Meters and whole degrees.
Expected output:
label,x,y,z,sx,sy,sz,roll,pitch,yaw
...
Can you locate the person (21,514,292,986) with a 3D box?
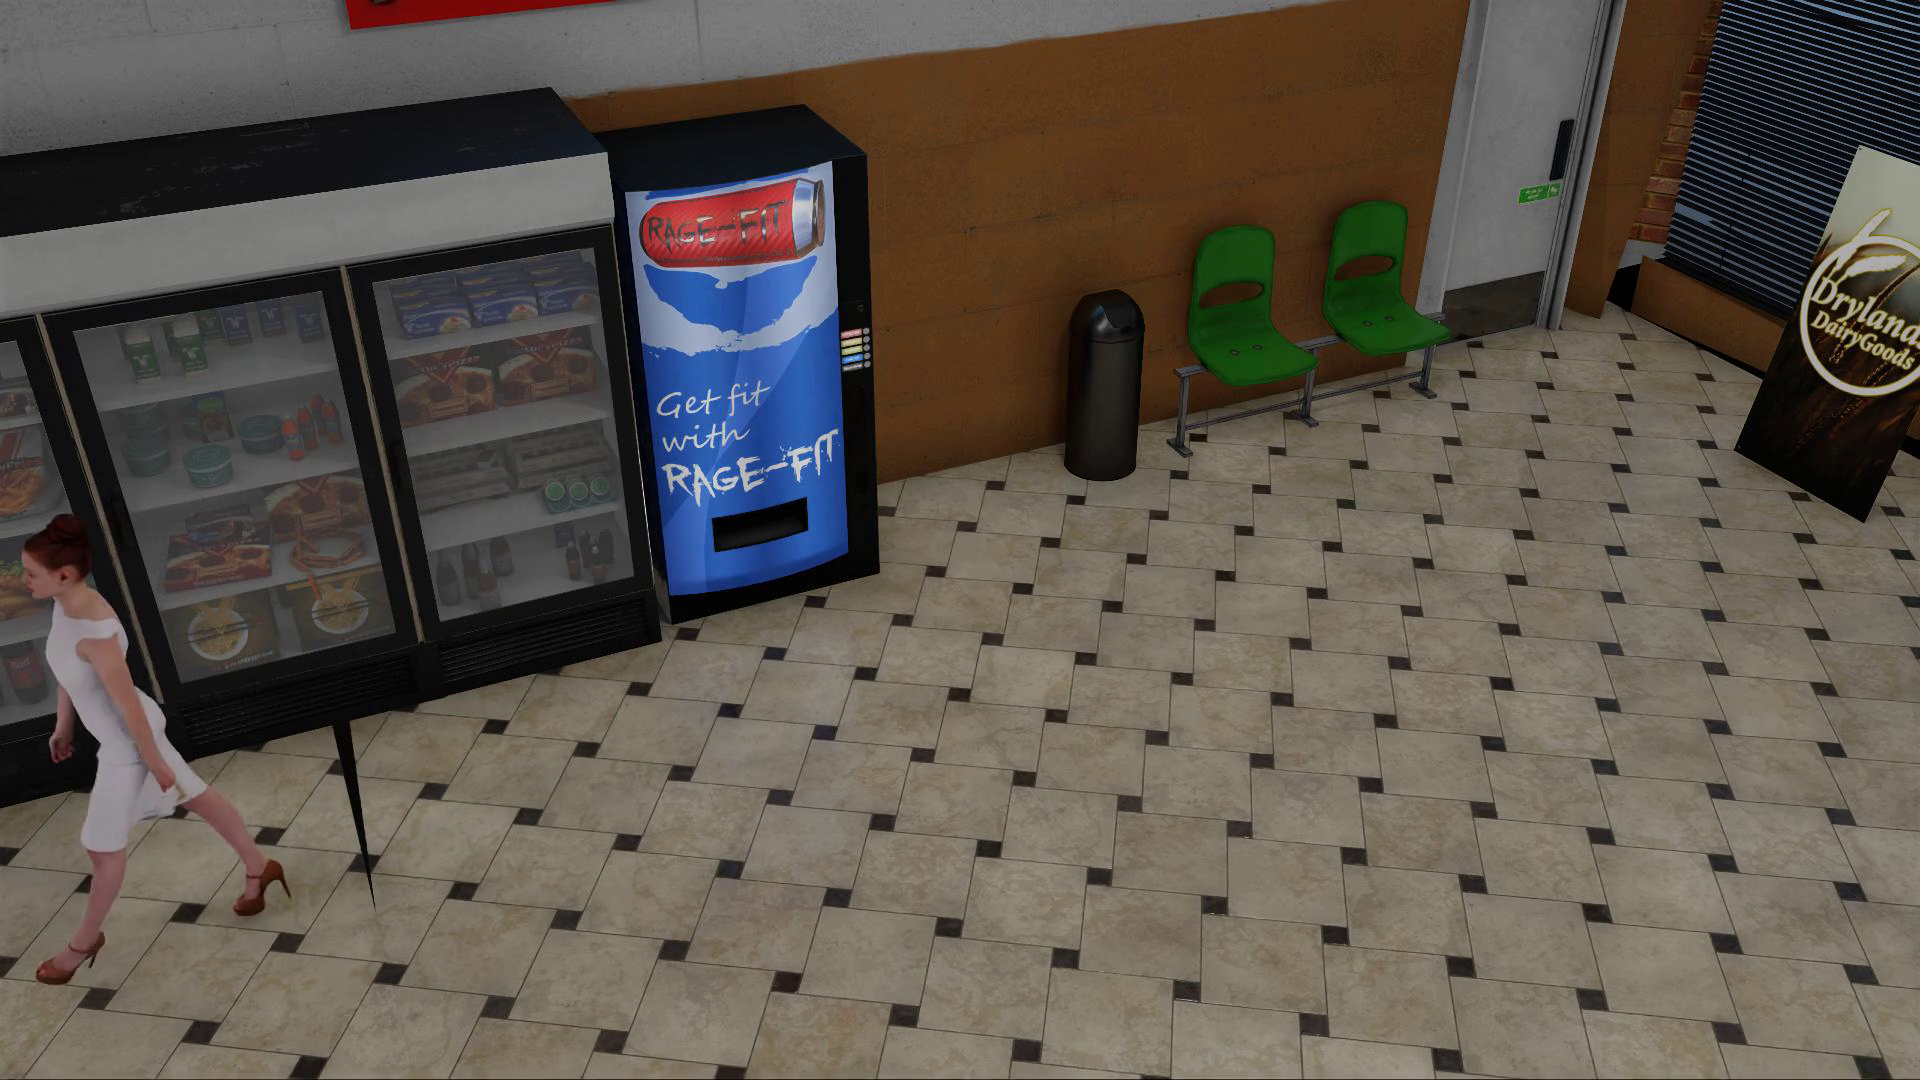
label,x,y,z,sx,sy,sz,roll,pitch,yaw
person,-2.668,0.668,5.574,0.739,1.753,1.030,-19,37,-28
